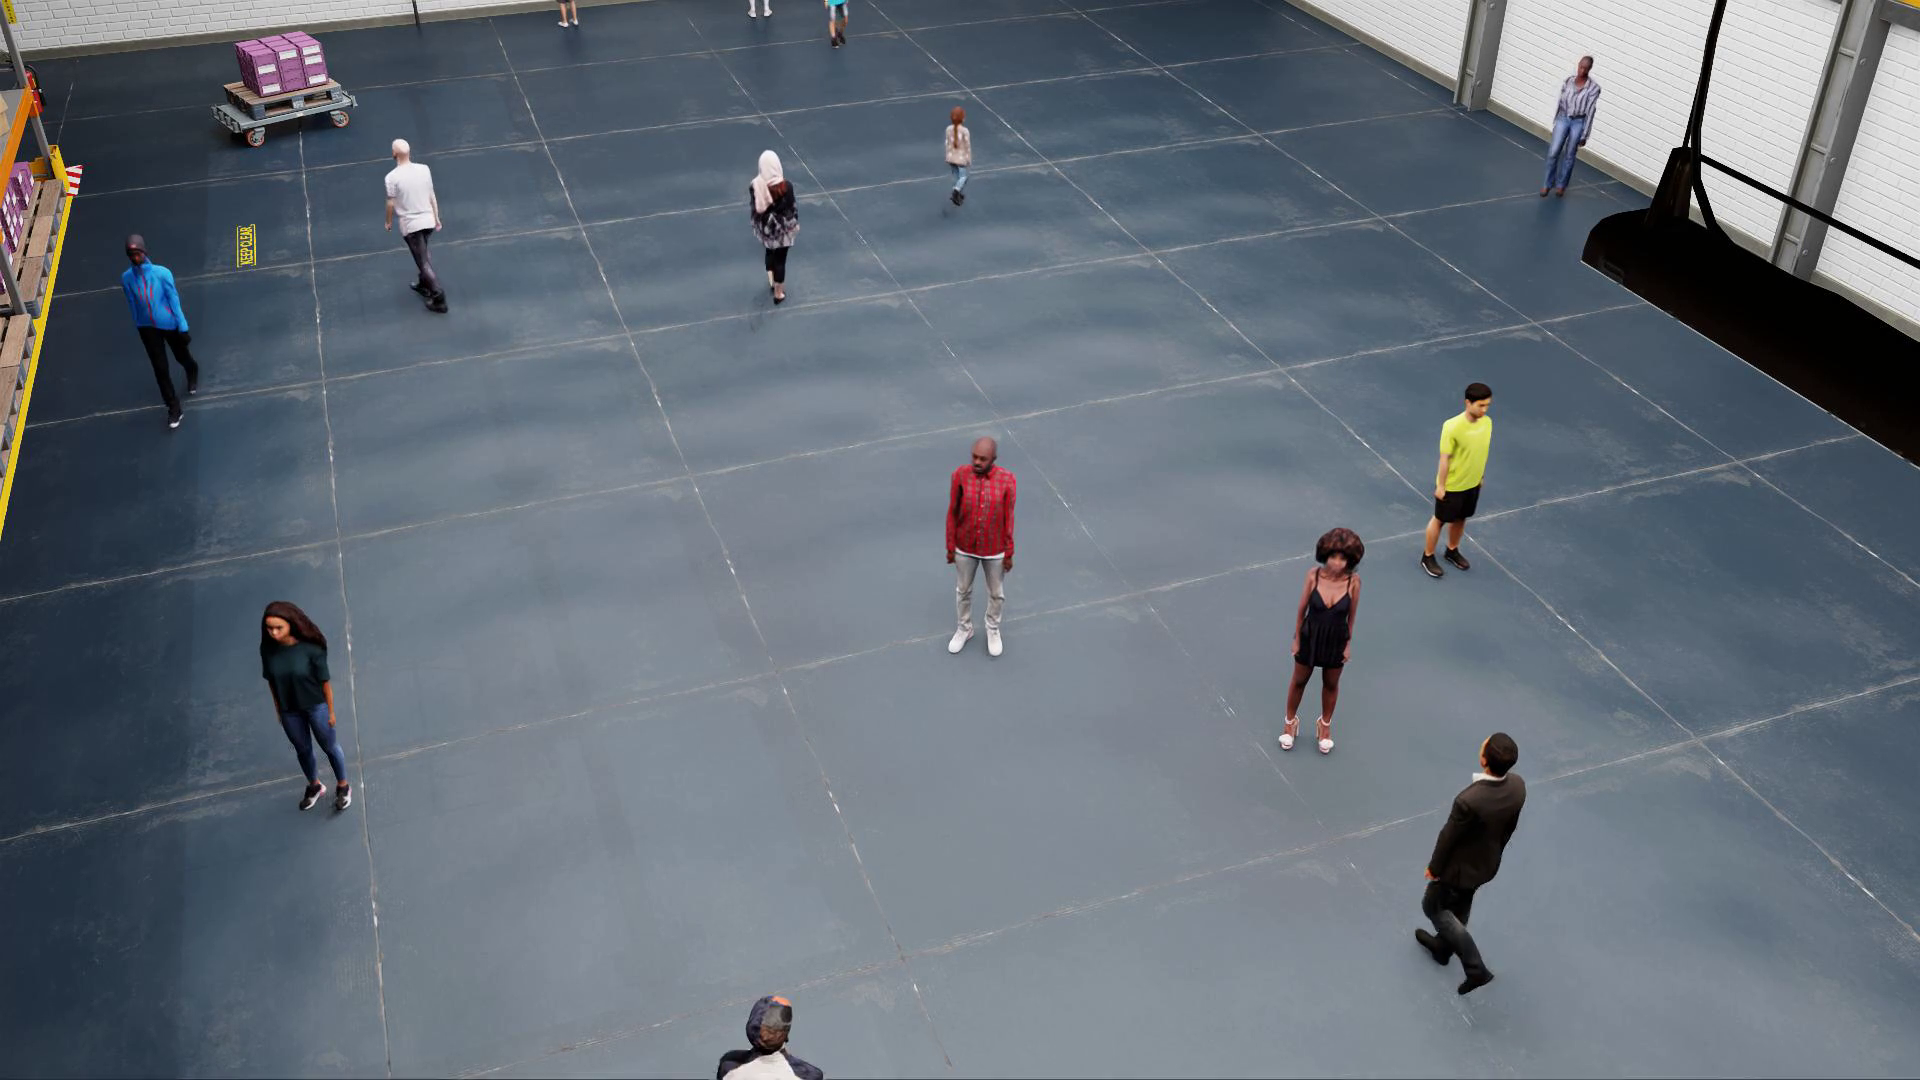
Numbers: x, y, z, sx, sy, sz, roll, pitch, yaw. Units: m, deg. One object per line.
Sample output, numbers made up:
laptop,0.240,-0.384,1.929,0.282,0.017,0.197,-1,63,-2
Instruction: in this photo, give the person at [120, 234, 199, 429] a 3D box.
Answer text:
person,-7.358,-2.000,15.376,0.699,1.768,1.142,-8,34,-12

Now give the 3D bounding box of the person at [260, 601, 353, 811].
person,-4.282,1.076,10.886,0.683,1.617,0.703,0,34,1

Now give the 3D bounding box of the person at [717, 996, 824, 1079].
person,-0.894,2.970,7.834,1.135,1.841,1.291,8,35,12

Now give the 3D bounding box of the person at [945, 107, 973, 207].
person,-0.039,-4.522,19.695,0.686,1.189,0.737,17,37,24

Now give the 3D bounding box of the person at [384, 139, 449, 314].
person,-5.546,-3.200,17.153,1.091,1.802,0.977,21,39,28

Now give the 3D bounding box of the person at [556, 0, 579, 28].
person,-6.158,-8.641,25.815,0.558,1.275,0.587,-22,40,-30

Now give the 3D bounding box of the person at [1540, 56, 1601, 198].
person,7.263,-4.898,19.743,0.839,1.761,0.895,26,41,33

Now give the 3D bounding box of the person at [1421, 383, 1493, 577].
person,3.955,-0.503,13.181,0.625,1.706,0.560,-16,37,-22

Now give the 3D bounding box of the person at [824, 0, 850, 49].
person,-1.872,-8.113,24.872,0.530,1.438,0.536,-12,35,-17

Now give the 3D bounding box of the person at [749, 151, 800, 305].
person,-1.959,-3.231,17.363,0.780,1.619,0.832,7,34,10

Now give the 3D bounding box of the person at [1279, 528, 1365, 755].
person,2.466,0.692,11.309,0.642,1.788,0.673,6,34,8

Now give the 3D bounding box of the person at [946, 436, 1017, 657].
person,0.153,0.015,12.302,0.752,1.818,0.752,5,34,7

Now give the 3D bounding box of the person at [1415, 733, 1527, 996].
person,2.959,1.872,9.528,0.790,1.795,0.943,-18,38,-25

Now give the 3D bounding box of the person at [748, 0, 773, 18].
person,-3.210,-9.164,26.062,0.698,1.871,0.626,-5,34,-7
